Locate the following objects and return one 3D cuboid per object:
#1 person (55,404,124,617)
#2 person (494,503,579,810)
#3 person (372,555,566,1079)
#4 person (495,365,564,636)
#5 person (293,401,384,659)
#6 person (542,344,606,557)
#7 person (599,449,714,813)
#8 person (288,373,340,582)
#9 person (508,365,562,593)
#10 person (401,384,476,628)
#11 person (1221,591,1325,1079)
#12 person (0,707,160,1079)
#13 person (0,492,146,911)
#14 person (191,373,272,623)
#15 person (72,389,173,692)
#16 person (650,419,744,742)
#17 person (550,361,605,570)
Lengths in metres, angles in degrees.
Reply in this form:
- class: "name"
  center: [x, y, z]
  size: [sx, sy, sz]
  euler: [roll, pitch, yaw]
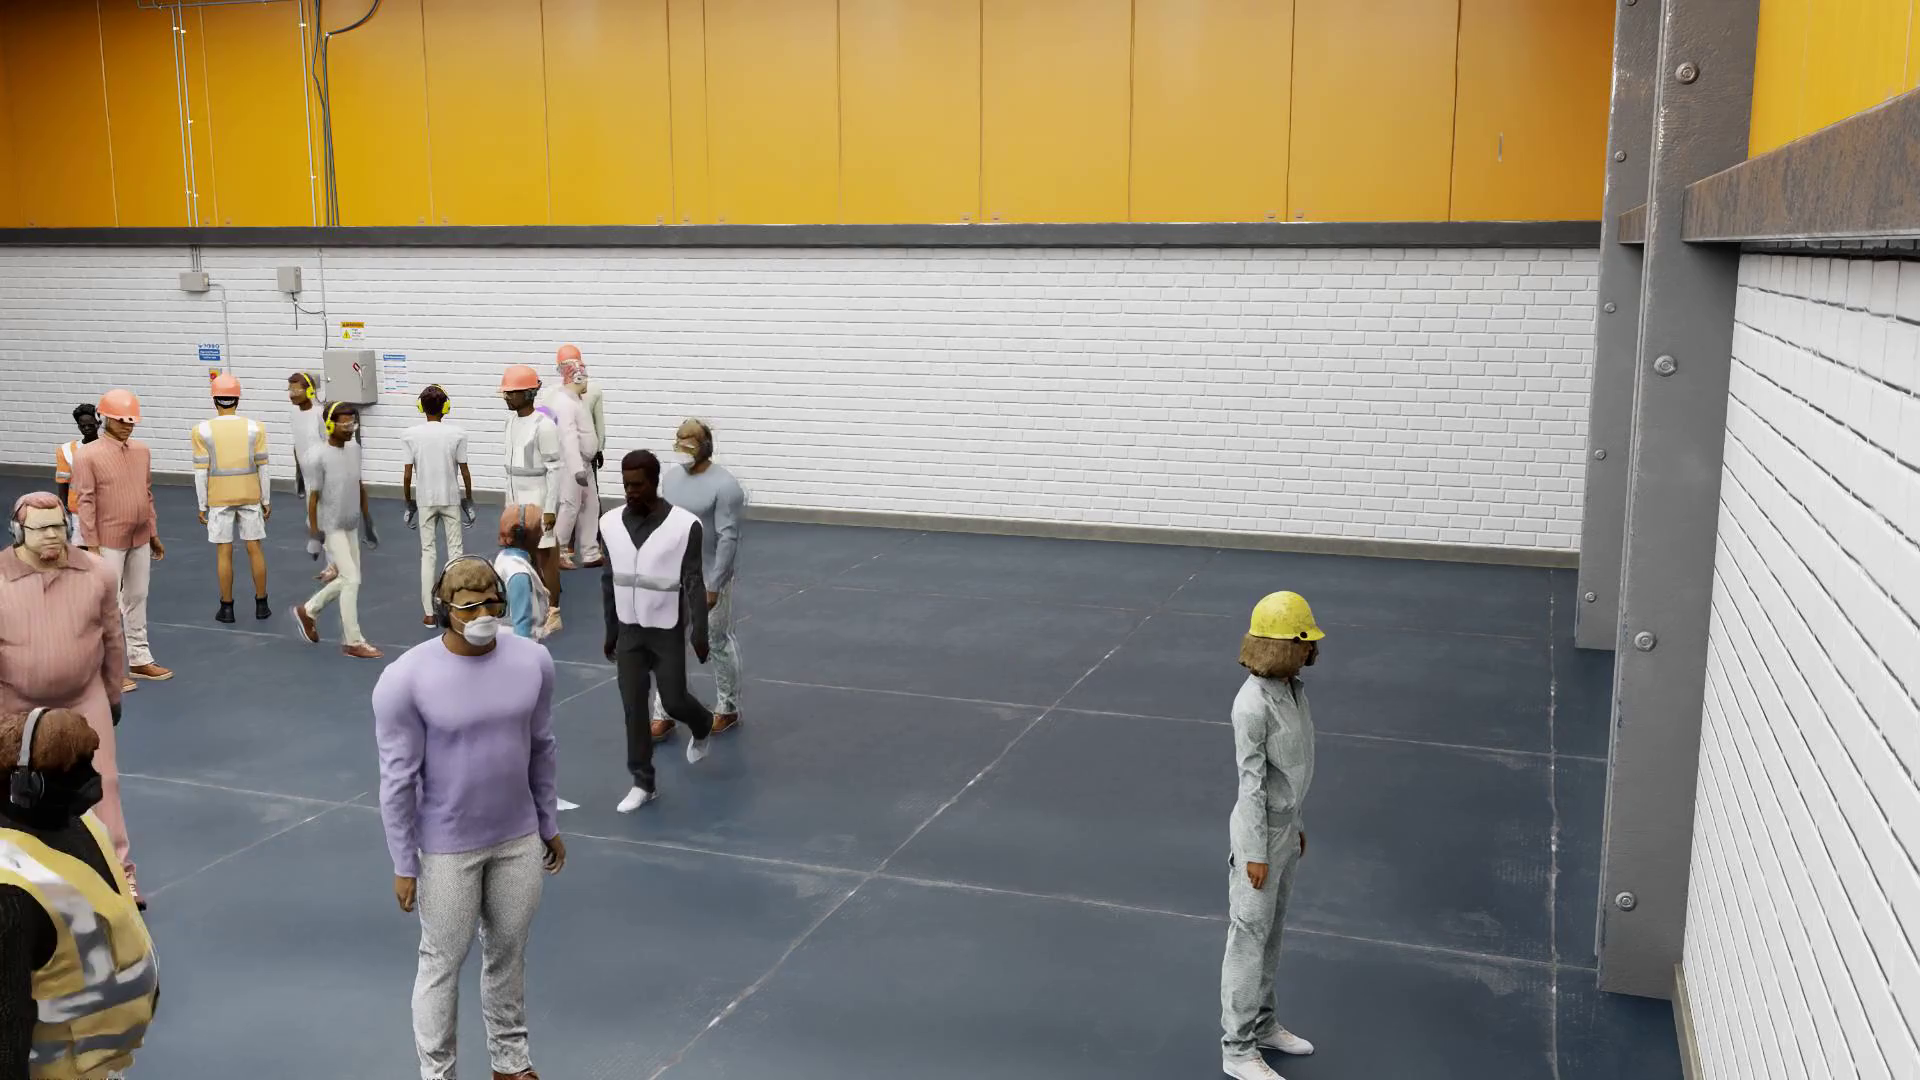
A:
- class: "person"
  center: [-6.773, -0.224, 13.052]
  size: [0.540, 1.696, 0.316]
  euler: [-5, 11, -25]
- class: "person"
  center: [-2.322, 0.622, 8.562]
  size: [0.661, 1.630, 0.553]
  euler: [-4, 11, -22]
- class: "person"
  center: [-1.591, 0.997, 5.490]
  size: [0.631, 1.938, 0.362]
  euler: [-10, 14, -44]
- class: "person"
  center: [-3.236, -0.287, 12.433]
  size: [0.615, 2.041, 0.392]
  euler: [9, 14, 43]
- class: "person"
  center: [-4.477, -0.082, 11.847]
  size: [0.762, 1.840, 0.530]
  euler: [3, 10, 15]
- class: "person"
  center: [-3.637, -0.839, 15.671]
  size: [0.610, 1.996, 0.378]
  euler: [-7, 12, -33]
- class: "person"
  center: [-1.576, 0.438, 8.793]
  size: [0.597, 1.889, 0.757]
  euler: [3, 11, 17]
- class: "person"
  center: [-5.580, -0.541, 14.462]
  size: [0.538, 1.838, 0.485]
  euler: [7, 12, 34]
- class: "person"
  center: [-3.574, -0.482, 13.823]
  size: [0.376, 1.935, 0.550]
  euler: [5, 11, 25]
- class: "person"
  center: [-3.998, -0.259, 12.763]
  size: [0.532, 1.868, 0.310]
  euler: [-2, 10, -12]
- class: "person"
  center: [1.105, 1.034, 5.836]
  size: [0.294, 1.744, 0.485]
  euler: [5, 11, 27]
- class: "person"
  center: [-2.323, 1.295, 4.167]
  size: [0.799, 1.816, 0.618]
  euler: [-3, 11, -17]
- class: "person"
  center: [-3.916, 0.730, 7.192]
  size: [0.658, 1.865, 0.931]
  euler: [-8, 13, -37]
- class: "person"
  center: [-5.647, -0.323, 12.928]
  size: [0.547, 1.938, 0.359]
  euler: [-6, 12, -30]
- class: "person"
  center: [-5.532, -0.005, 11.004]
  size: [0.395, 1.985, 0.608]
  euler: [3, 11, 18]
- class: "person"
  center: [-1.552, 0.247, 9.775]
  size: [0.646, 1.914, 0.681]
  euler: [7, 12, 34]
- class: "person"
  center: [-3.462, -0.656, 14.974]
  size: [0.578, 1.883, 0.757]
  euler: [0, 10, 0]
